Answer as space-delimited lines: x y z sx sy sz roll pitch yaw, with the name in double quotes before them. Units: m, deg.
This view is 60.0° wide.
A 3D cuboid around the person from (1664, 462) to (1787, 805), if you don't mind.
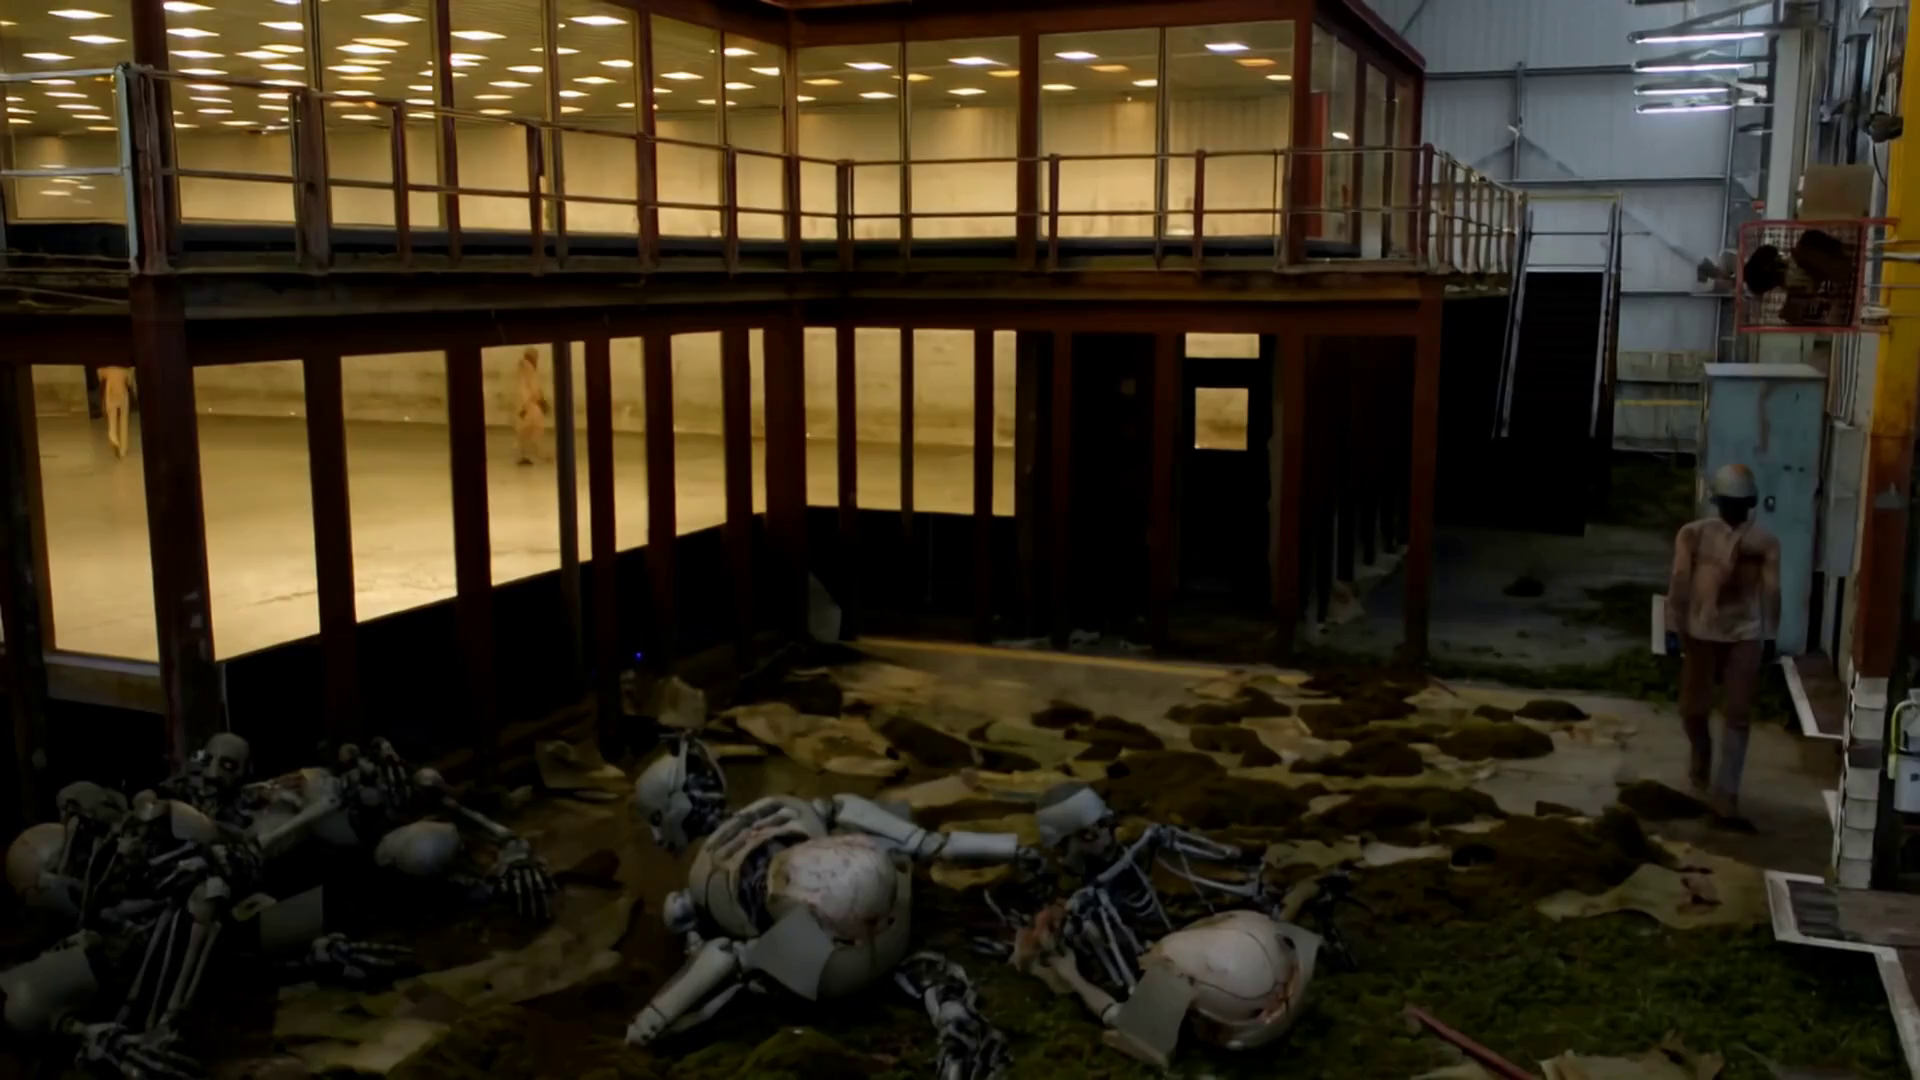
"person" 4.471 0.505 9.763 0.625 1.970 0.768 4 10 21
